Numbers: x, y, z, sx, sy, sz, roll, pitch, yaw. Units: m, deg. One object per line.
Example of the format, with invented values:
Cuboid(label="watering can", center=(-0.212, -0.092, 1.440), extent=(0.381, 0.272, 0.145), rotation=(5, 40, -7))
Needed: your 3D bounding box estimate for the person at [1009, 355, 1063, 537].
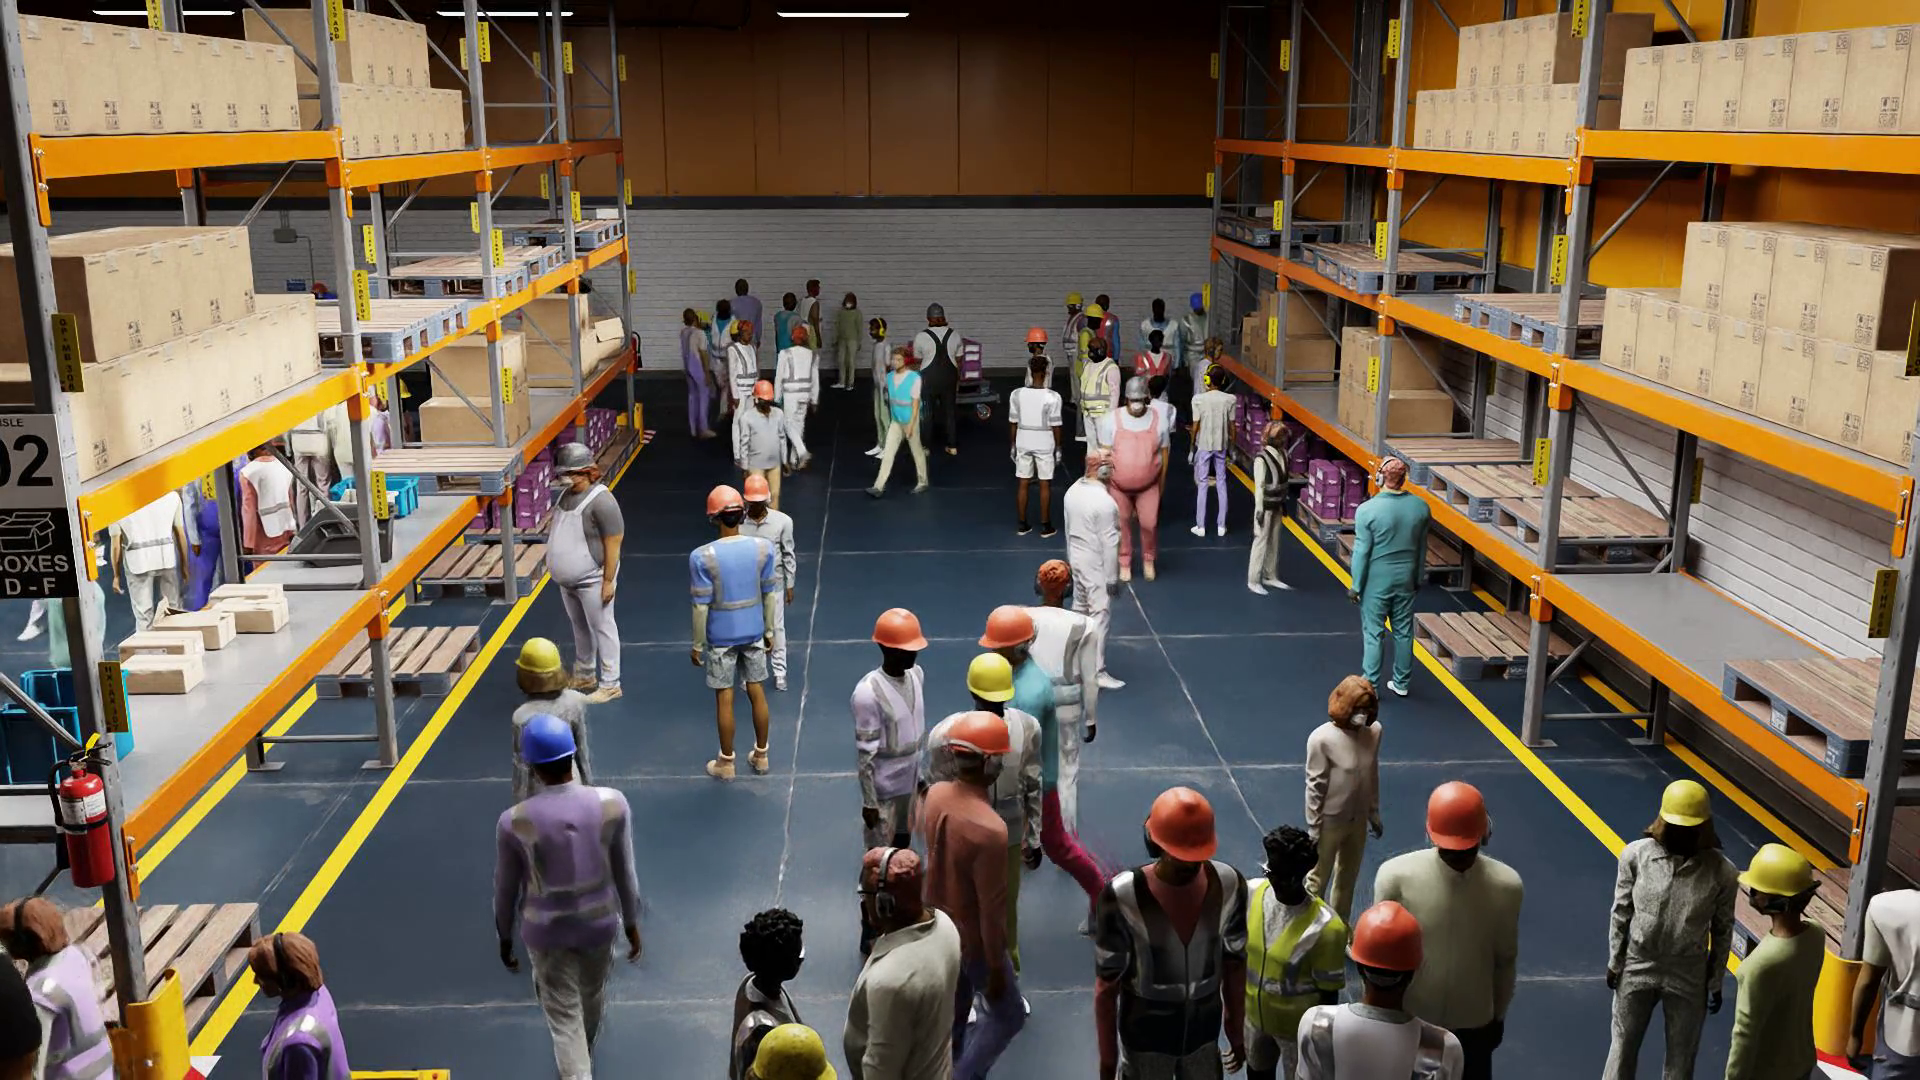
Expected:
Cuboid(label="person", center=(0.814, -1.002, 17.838), extent=(0.617, 1.958, 0.396), rotation=(7, 16, 25))

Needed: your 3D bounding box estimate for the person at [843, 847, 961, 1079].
Cuboid(label="person", center=(-0.223, 2.020, 6.092), extent=(0.401, 1.894, 0.654), rotation=(4, 15, 16))

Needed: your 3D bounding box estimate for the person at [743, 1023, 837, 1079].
Cuboid(label="person", center=(-0.532, 2.316, 5.244), extent=(0.320, 1.738, 0.483), rotation=(7, 16, 25))

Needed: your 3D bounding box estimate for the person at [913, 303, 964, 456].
Cuboid(label="person", center=(-0.315, -2.150, 22.159), extent=(0.684, 2.000, 0.536), rotation=(-4, 15, -17))

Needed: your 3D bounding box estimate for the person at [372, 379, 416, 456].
Cuboid(label="person", center=(-5.554, -0.658, 16.529), extent=(0.370, 1.925, 0.595), rotation=(3, 15, 12))

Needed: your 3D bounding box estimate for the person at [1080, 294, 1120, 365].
Cuboid(label="person", center=(2.106, -2.771, 25.024), extent=(0.631, 1.837, 0.432), rotation=(6, 16, 23))

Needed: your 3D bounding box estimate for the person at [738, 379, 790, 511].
Cuboid(label="person", center=(-2.052, -0.829, 17.548), extent=(0.569, 1.750, 0.342), rotation=(-11, 18, -38))

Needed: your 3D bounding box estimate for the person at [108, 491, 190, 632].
Cuboid(label="person", center=(-6.404, 0.239, 13.175), extent=(0.571, 1.841, 0.373), rotation=(-12, 19, -39))

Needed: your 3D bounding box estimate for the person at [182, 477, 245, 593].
Cuboid(label="person", center=(-6.405, -0.095, 14.366), extent=(0.403, 1.908, 0.598), rotation=(8, 16, 28))

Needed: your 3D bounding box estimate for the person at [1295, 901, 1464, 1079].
Cuboid(label="person", center=(1.390, 2.129, 5.591), extent=(0.543, 1.929, 0.385), rotation=(7, 16, 24))

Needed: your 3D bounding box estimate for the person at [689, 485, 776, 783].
Cuboid(label="person", center=(-1.540, 0.631, 11.247), extent=(0.605, 2.039, 0.386), rotation=(-8, 16, -29))

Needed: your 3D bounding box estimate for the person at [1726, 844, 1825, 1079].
Cuboid(label="person", center=(3.093, 2.007, 6.408), extent=(0.527, 1.761, 0.340), rotation=(-12, 18, -38))

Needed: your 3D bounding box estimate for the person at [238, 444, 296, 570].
Cuboid(label="person", center=(-5.876, -0.049, 14.184), extent=(0.398, 1.909, 0.599), rotation=(3, 15, 13))

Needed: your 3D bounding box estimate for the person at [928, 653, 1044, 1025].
Cuboid(label="person", center=(0.141, 1.464, 8.218), extent=(0.587, 1.920, 0.396), rotation=(-4, 15, -16))

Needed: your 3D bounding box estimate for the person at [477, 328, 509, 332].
Cuboid(label="person", center=(-6.421, -2.292, 23.043), extent=(0.584, 1.886, 0.806), rotation=(3, 15, 11))

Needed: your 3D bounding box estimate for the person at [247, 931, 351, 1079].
Cuboid(label="person", center=(-2.347, 2.167, 6.031), extent=(0.321, 1.631, 0.522), rotation=(-5, 15, -17))

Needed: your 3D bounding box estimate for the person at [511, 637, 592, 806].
Cuboid(label="person", center=(-2.149, 1.368, 8.990), extent=(0.760, 1.723, 0.486), rotation=(9, 17, 32))

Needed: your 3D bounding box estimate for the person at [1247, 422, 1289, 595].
Cuboid(label="person", center=(2.935, -0.314, 15.758), extent=(0.309, 1.637, 0.521), rotation=(11, 18, 36))

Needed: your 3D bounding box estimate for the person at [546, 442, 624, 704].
Cuboid(label="person", center=(-2.904, 0.244, 12.760), extent=(0.536, 2.000, 0.688), rotation=(-14, 20, -43))

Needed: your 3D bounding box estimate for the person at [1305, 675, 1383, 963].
Cuboid(label="person", center=(2.008, 1.482, 8.712), extent=(0.499, 1.633, 0.279), rotation=(-8, 16, -30))

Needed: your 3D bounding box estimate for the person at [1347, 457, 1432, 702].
Cuboid(label="person", center=(3.267, 0.302, 12.798), extent=(0.642, 1.910, 0.401), rotation=(-5, 15, -17))

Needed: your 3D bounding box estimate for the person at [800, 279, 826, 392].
Cuboid(label="person", center=(-2.441, -3.335, 27.224), extent=(0.386, 1.839, 0.562), rotation=(-6, 16, -23))

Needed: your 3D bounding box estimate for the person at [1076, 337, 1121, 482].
Cuboid(label="person", center=(1.668, -1.541, 20.166), extent=(0.429, 1.843, 0.627), rotation=(-9, 17, -30))

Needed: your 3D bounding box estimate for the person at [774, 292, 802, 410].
Cuboid(label="person", center=(-2.592, -2.832, 25.255), extent=(0.501, 1.839, 0.346), rotation=(8, 16, 27))

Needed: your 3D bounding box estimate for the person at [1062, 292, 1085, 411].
Cuboid(label="person", center=(1.773, -2.889, 25.501), extent=(0.403, 1.825, 0.596), rotation=(-3, 15, -10))

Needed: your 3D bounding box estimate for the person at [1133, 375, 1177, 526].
Cuboid(label="person", center=(2.085, -0.989, 18.368), extent=(0.597, 1.643, 0.756), rotation=(1, 14, 2))

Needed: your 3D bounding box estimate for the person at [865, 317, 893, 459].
Cuboid(label="person", center=(-1.058, -2.008, 21.971), extent=(0.339, 1.860, 0.524), rotation=(-6, 16, -24))

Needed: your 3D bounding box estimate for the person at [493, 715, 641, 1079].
Cuboid(label="person", center=(-1.762, 1.686, 7.416), extent=(0.618, 1.885, 1.015), rotation=(-7, 16, -26))

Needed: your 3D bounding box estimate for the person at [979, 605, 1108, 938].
Cuboid(label="person", center=(0.423, 1.271, 8.941), extent=(1.025, 1.952, 0.614), rotation=(-4, 15, -14))

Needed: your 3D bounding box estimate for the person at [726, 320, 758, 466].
Cuboid(label="person", center=(-2.779, -1.903, 21.497), extent=(0.356, 1.887, 0.572), rotation=(6, 15, 21))

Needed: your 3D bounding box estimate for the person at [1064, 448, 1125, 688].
Cuboid(label="person", center=(1.081, 0.212, 13.168), extent=(0.403, 1.906, 0.648), rotation=(-7, 16, -24))
